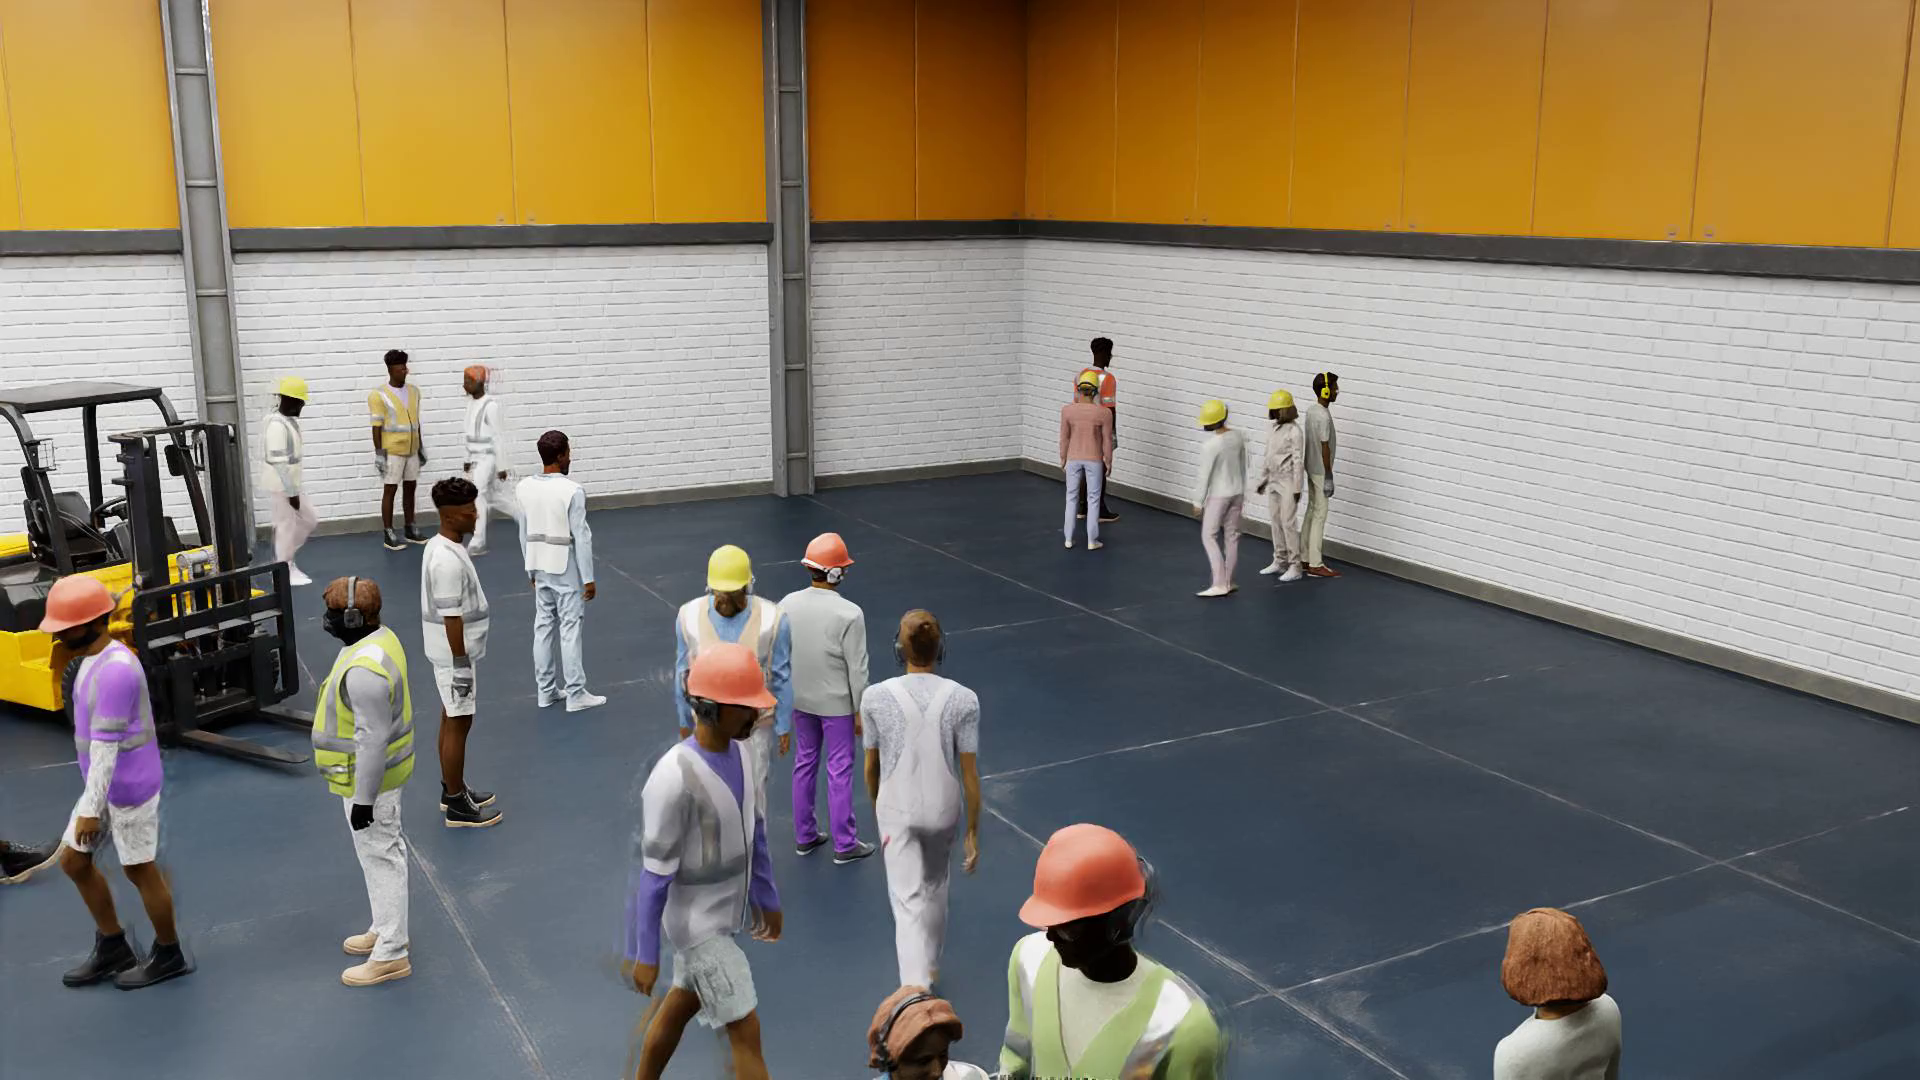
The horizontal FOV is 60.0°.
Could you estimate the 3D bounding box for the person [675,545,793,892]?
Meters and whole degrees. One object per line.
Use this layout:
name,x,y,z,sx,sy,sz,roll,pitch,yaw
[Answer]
person,-1.130,0.890,8.356,0.594,1.811,0.487,-1,12,-4

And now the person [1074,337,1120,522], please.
person,1.462,-1.180,17.671,0.366,1.962,0.614,-8,15,-34

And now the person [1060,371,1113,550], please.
person,1.234,-0.772,16.258,0.532,1.756,0.344,3,13,16

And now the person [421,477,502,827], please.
person,-2.796,0.612,9.266,0.361,1.963,0.613,-4,13,-20

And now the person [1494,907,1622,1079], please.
person,1.608,1.788,4.566,0.501,1.629,0.289,-8,15,-34

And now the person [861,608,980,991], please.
person,-0.154,1.195,6.989,0.498,1.792,1.012,-2,12,-8

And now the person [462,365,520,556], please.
person,-4.514,-0.785,16.093,0.817,1.859,0.600,-8,14,-33

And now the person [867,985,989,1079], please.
person,-0.127,1.871,4.163,0.522,1.632,0.315,-8,15,-34

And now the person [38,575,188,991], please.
person,-3.750,1.082,7.225,0.636,1.903,0.537,-10,16,-39

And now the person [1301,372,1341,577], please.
person,3.302,-0.599,15.174,0.328,1.872,0.513,-1,12,-7

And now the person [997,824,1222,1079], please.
person,0.358,1.666,4.209,0.661,2.026,0.468,12,17,43

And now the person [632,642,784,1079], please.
person,-0.825,1.326,5.903,1.057,1.974,0.623,4,13,17

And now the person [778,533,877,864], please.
person,-0.698,0.825,8.770,0.564,1.752,0.339,8,15,34

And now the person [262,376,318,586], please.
person,-5.899,-0.504,14.679,0.483,1.886,0.625,-2,12,-9

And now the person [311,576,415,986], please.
person,-2.660,1.062,7.455,0.429,1.844,0.627,-4,13,-16

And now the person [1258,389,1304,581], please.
person,2.903,-0.503,15.057,0.347,1.733,0.503,-5,13,-21

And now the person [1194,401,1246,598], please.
person,2.269,-0.353,14.391,0.632,1.722,0.348,-10,15,-39

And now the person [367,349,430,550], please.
person,-5.506,-0.898,16.347,0.362,1.963,0.613,6,14,28

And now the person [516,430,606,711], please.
person,-2.725,0.212,11.258,0.593,1.920,0.391,7,14,28

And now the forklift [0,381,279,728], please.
forklift,-5.853,0.085,11.199,2.313,2.155,1.214,7,14,28

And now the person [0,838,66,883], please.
person,-5.168,0.896,8.208,1.155,1.854,0.619,-10,16,-39
